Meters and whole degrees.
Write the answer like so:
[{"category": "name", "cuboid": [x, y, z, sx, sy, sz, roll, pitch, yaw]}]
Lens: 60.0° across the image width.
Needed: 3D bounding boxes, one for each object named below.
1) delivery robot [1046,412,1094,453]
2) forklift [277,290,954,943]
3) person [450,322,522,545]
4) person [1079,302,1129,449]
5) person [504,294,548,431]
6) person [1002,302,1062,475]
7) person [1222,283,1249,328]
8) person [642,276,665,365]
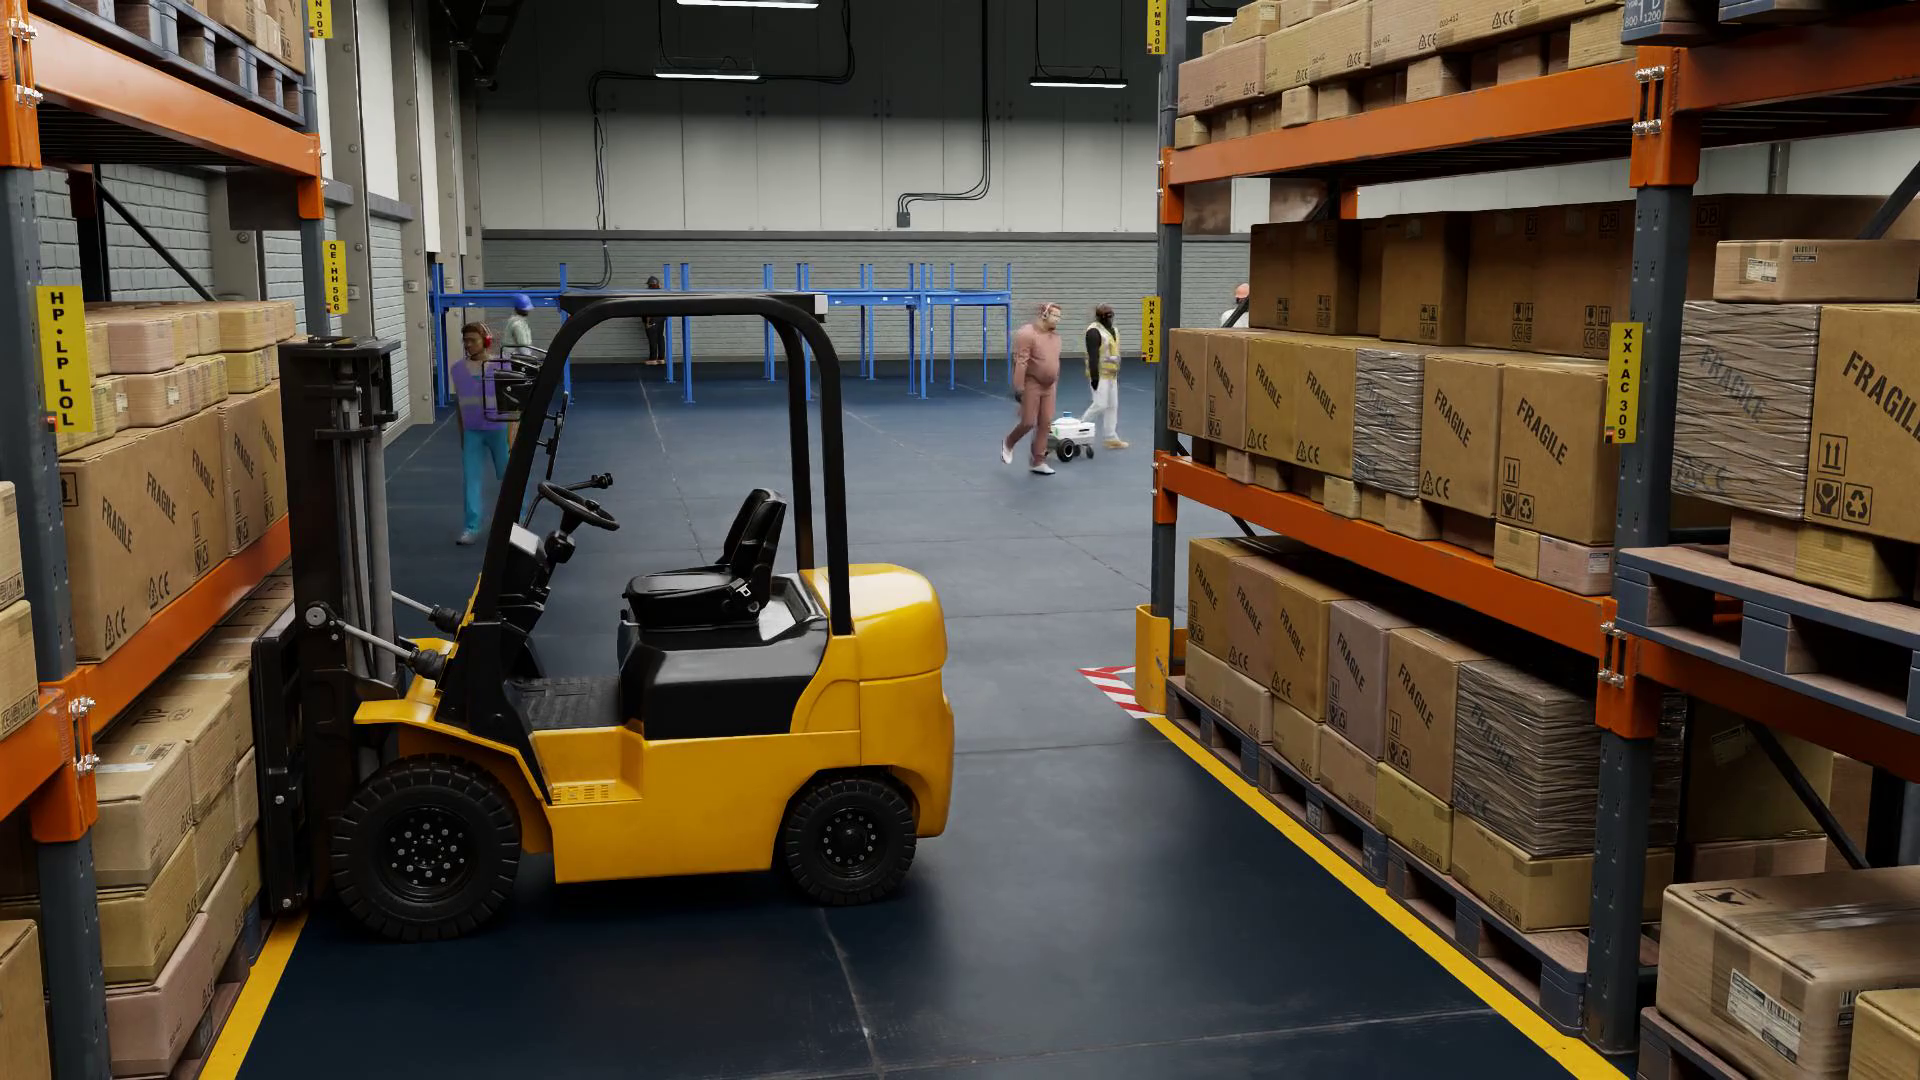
[{"category": "delivery robot", "cuboid": [1.264, -1.273, 19.669, 0.707, 0.478, 0.477, -9, 13, -43]}, {"category": "forklift", "cuboid": [-1.179, 0.175, 6.143, 2.313, 2.155, 1.214, -2, 10, -12]}, {"category": "person", "cuboid": [-3.913, -0.905, 13.793, 0.589, 1.808, 0.934, 1, 9, 6]}, {"category": "person", "cuboid": [1.741, -2.034, 20.639, 0.548, 1.820, 0.678, 5, 11, 30]}, {"category": "person", "cuboid": [-6.026, -2.452, 22.975, 0.666, 1.888, 0.685, -1, 9, -4]}, {"category": "person", "cuboid": [0.802, -1.671, 18.244, 0.719, 1.869, 0.644, -8, 12, -40]}, {"category": "person", "cuboid": [3.819, -2.424, 22.363, 0.633, 2.024, 0.579, 1, 9, 6]}, {"category": "person", "cuboid": [-7.143, -5.084, 38.667, 0.539, 2.000, 0.688, 4, 10, 25]}]
